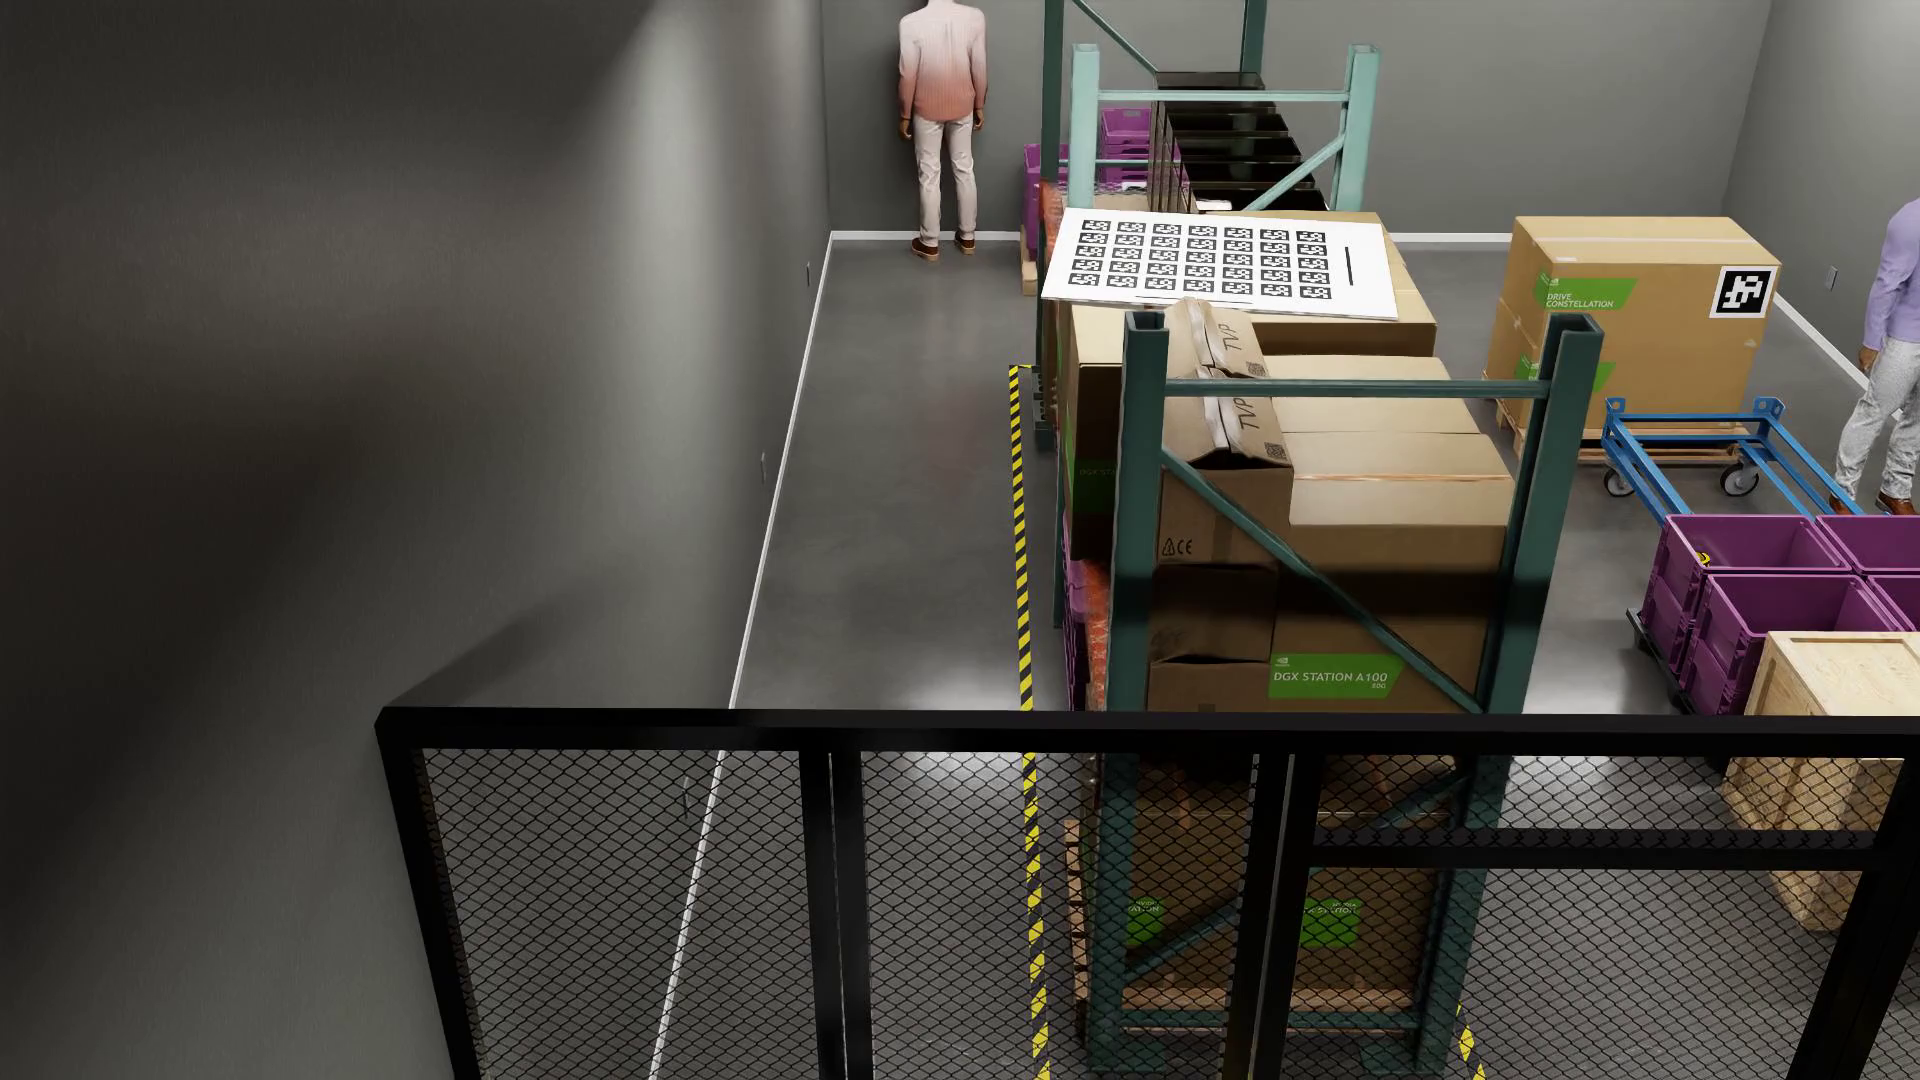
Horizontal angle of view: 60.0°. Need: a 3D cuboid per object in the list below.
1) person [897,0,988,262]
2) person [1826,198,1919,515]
[{"bbox_3d":[-0.124,-2.825,10.853,0.623,1.992,0.396,-13,33,-20],"label":"person"},{"bbox_3d":[4.525,-0.941,7.778,0.635,1.938,0.361,-1,31,-2],"label":"person"}]
